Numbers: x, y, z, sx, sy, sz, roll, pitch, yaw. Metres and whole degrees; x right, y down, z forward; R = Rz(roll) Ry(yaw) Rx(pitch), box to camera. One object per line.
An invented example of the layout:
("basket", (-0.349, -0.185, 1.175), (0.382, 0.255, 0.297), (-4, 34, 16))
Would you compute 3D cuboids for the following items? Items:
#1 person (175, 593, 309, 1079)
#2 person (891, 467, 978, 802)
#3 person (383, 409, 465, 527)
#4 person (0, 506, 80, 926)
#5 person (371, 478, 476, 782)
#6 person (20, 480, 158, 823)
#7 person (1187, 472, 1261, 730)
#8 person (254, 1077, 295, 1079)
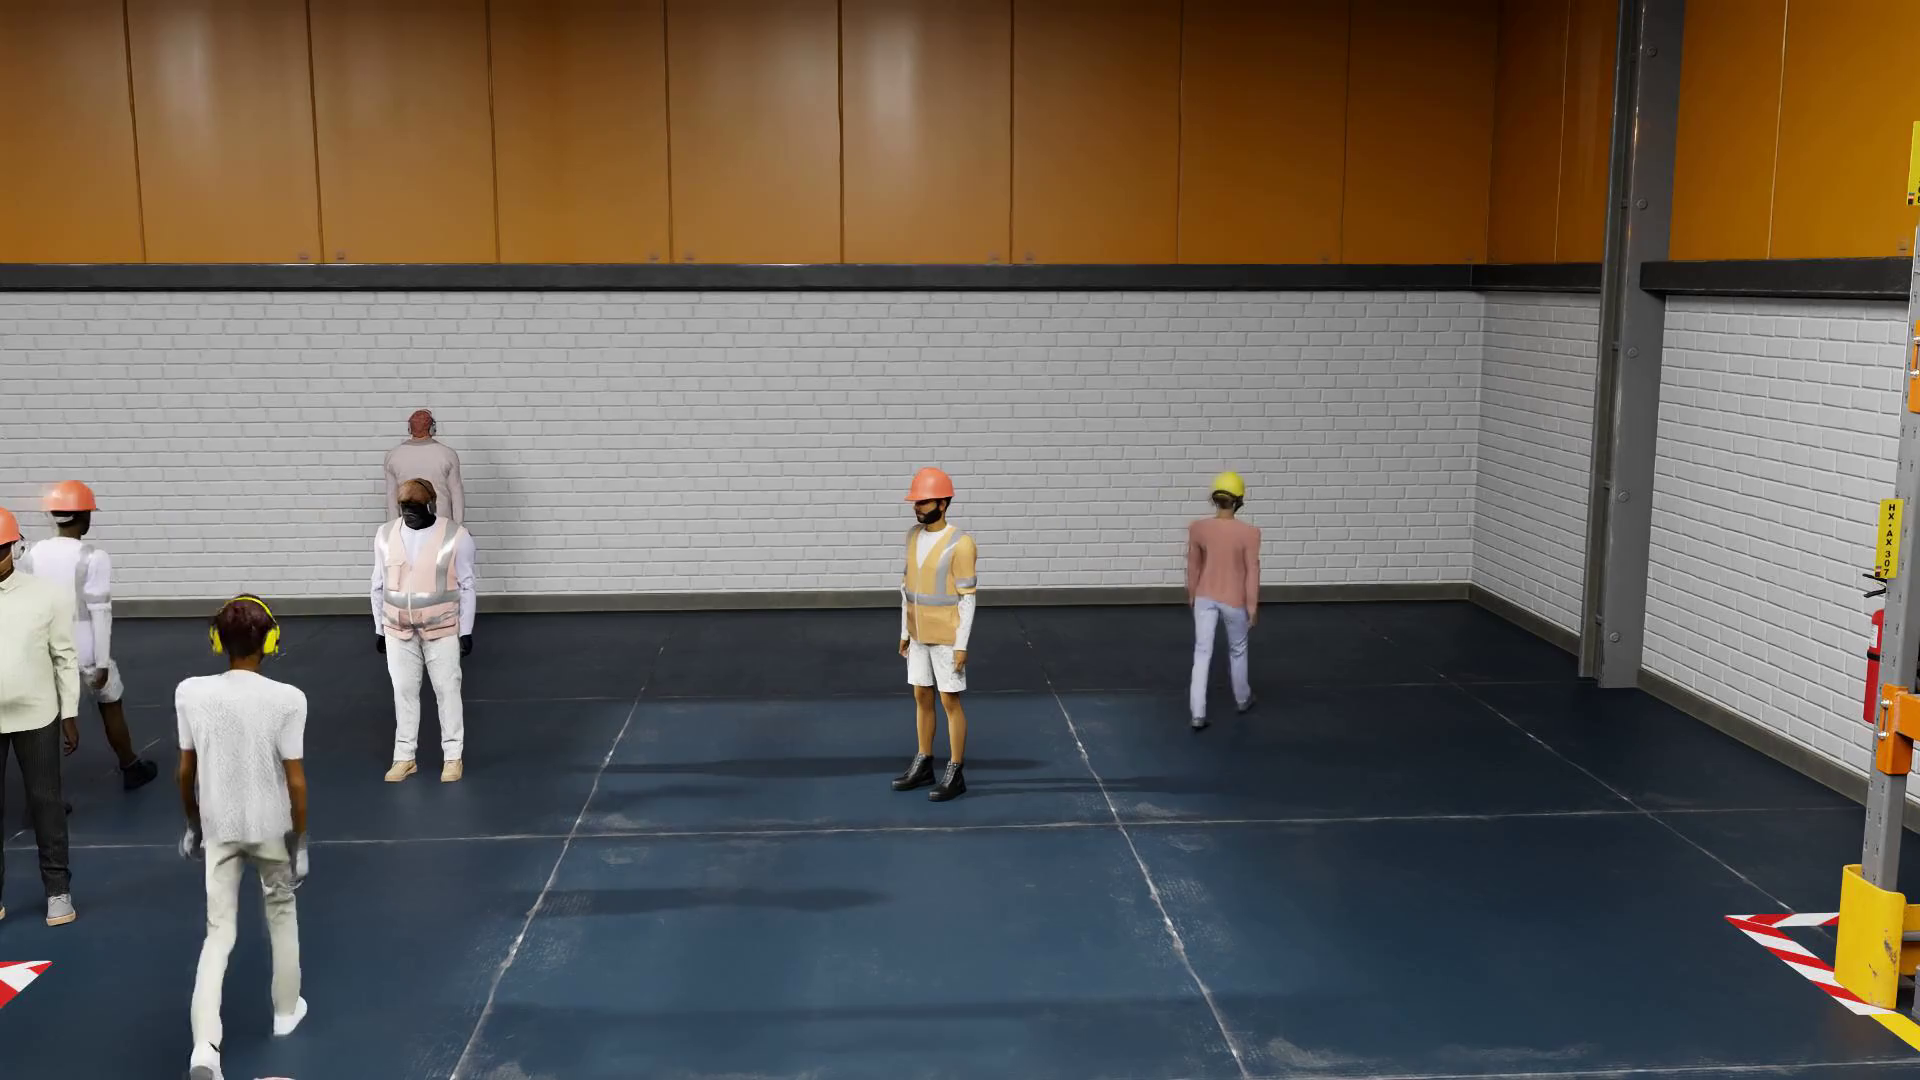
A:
("person", (-2.736, 1.125, 6.316), (0.534, 1.841, 0.893), (-1, 9, -7))
("person", (-0.156, 0.541, 9.635), (0.542, 1.939, 0.364), (9, 13, 44))
("person", (-4.515, -0.155, 14.111), (0.642, 1.908, 0.409), (-1, 9, -5))
("person", (-4.409, 0.821, 7.704), (0.611, 1.995, 0.380), (-4, 10, -22))
("person", (-3.217, 0.541, 9.967), (0.621, 1.837, 0.429), (0, 9, 1))
("person", (-5.016, 0.602, 9.453), (0.545, 1.887, 0.975), (1, 9, 4))
("person", (1.786, 0.392, 11.251), (0.538, 1.712, 0.899), (5, 10, 28))
("person", (-0.967, 1.702, 2.447), (0.639, 1.910, 0.406), (-2, 9, -10))
